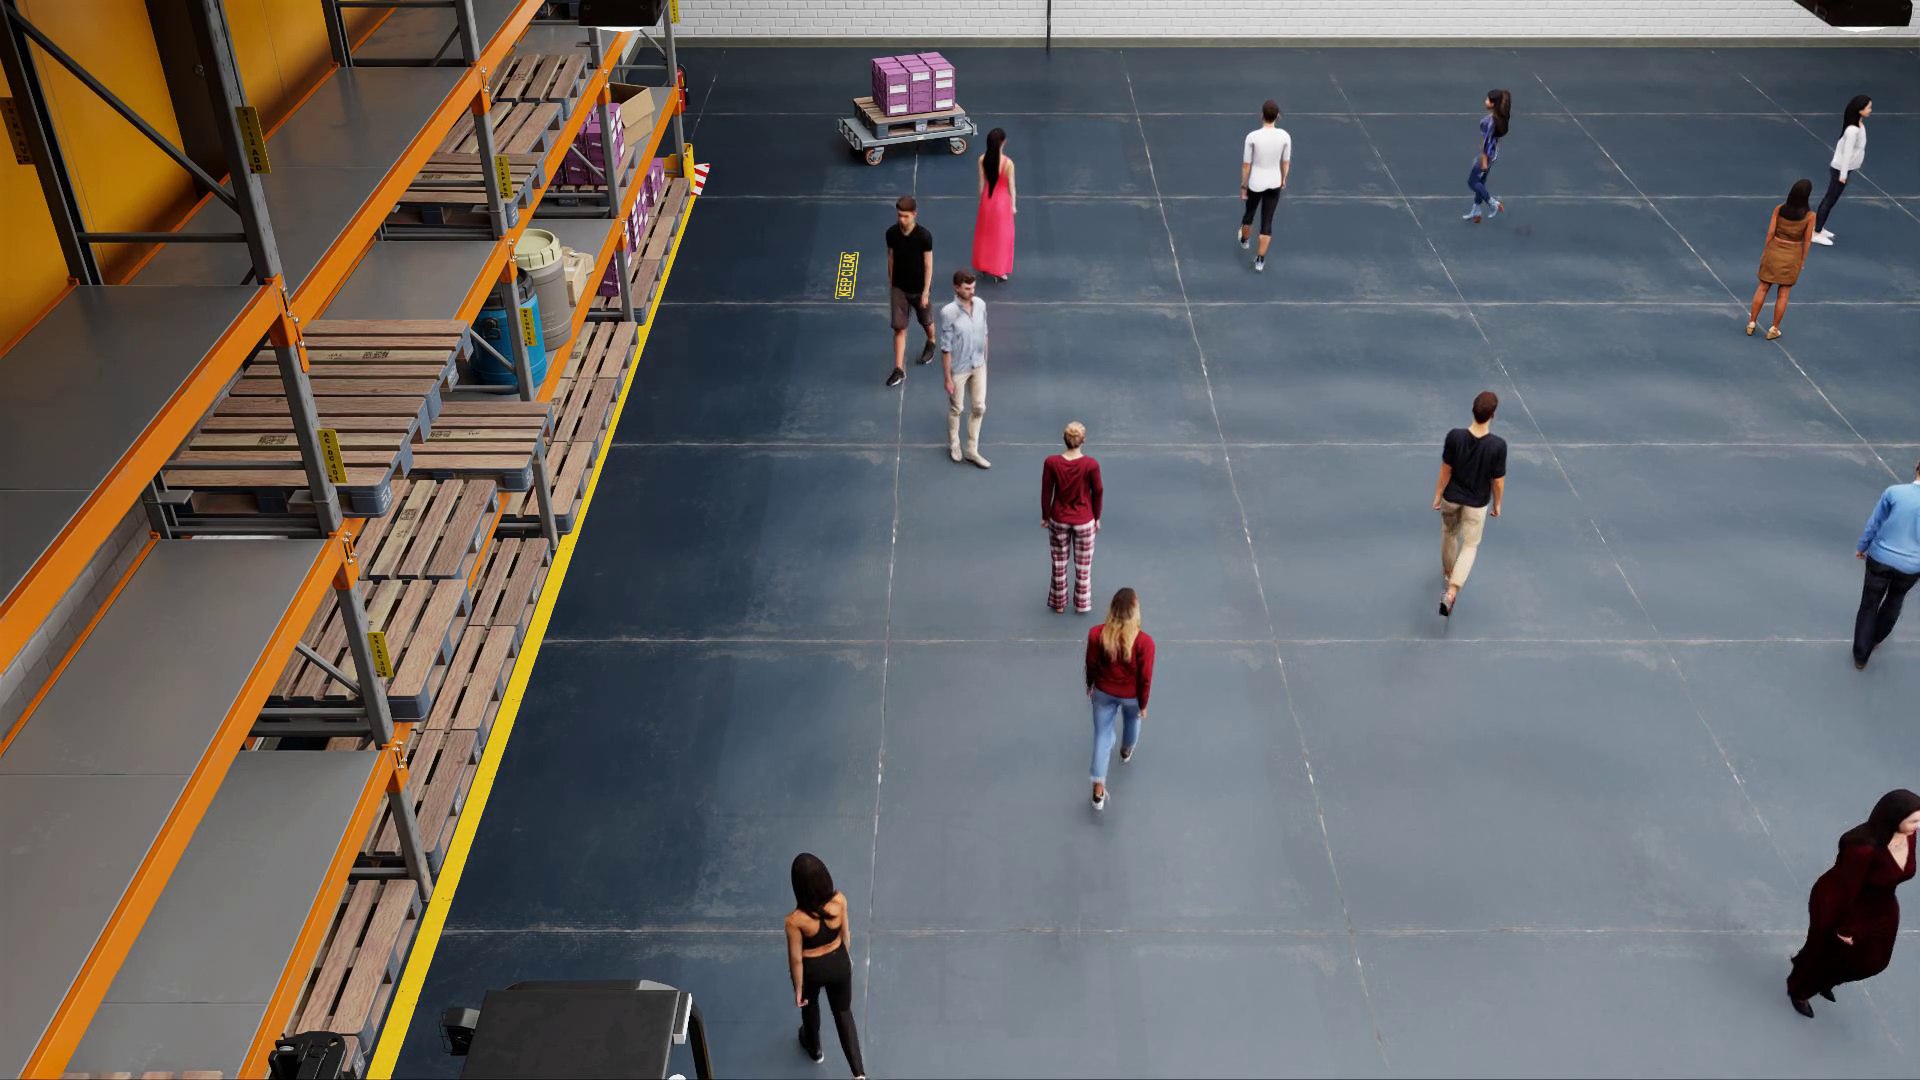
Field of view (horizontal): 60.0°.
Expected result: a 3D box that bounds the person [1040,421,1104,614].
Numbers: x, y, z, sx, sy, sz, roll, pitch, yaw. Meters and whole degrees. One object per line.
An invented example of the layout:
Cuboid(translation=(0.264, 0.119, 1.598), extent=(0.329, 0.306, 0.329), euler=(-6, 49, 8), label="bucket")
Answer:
Cuboid(translation=(0.859, -0.175, 12.774), extent=(0.647, 1.696, 0.541), euler=(5, 34, 7), label="person")

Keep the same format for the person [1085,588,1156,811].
Cuboid(translation=(1.028, 1.062, 11.004), extent=(0.771, 1.596, 1.138), euler=(7, 34, 11), label="person")

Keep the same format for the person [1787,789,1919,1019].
Cuboid(translation=(4.983, 2.014, 9.437), extent=(0.785, 1.745, 0.825), euler=(-14, 36, -20), label="person")

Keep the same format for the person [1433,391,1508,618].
Cuboid(translation=(3.873, -0.259, 12.779), extent=(0.970, 1.831, 1.218), euler=(15, 36, 21), label="person")

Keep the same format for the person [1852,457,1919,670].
Cuboid(translation=(6.854, 0.172, 12.155), extent=(0.886, 1.804, 0.993), euler=(15, 36, 21), label="person")

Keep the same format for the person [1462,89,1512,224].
Cuboid(translation=(6.155, -4.419, 19.237), extent=(0.833, 1.610, 0.774), euler=(18, 37, 24), label="person")

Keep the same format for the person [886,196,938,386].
Cuboid(translation=(-0.416, -2.484, 16.126), extent=(0.908, 1.831, 1.271), euler=(10, 35, 15), label="person")

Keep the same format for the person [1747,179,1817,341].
Cuboid(translation=(8.300, -2.835, 16.781), extent=(0.640, 1.690, 0.672), euler=(22, 39, 29), label="person")

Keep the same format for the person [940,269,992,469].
Cuboid(translation=(0.016, -1.557, 14.732), extent=(0.860, 1.831, 0.914), euler=(-18, 37, -24), label="person")

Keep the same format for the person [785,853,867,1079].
Cuboid(translation=(-0.709, 2.386, 8.987), extent=(0.837, 1.624, 1.064), euler=(-16, 37, -22), label="person")

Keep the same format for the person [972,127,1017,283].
Cuboid(translation=(0.403, -3.582, 17.879), extent=(0.729, 1.720, 0.734), euler=(17, 37, 23), label="person")

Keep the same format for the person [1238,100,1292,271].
Cuboid(translation=(3.341, -3.837, 18.169), extent=(0.712, 1.823, 1.074), euler=(2, 34, 4), label="person")

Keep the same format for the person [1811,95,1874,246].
Cuboid(translation=(9.989, -4.209, 18.840), extent=(0.757, 1.700, 0.636), euler=(15, 37, 22), label="person")
